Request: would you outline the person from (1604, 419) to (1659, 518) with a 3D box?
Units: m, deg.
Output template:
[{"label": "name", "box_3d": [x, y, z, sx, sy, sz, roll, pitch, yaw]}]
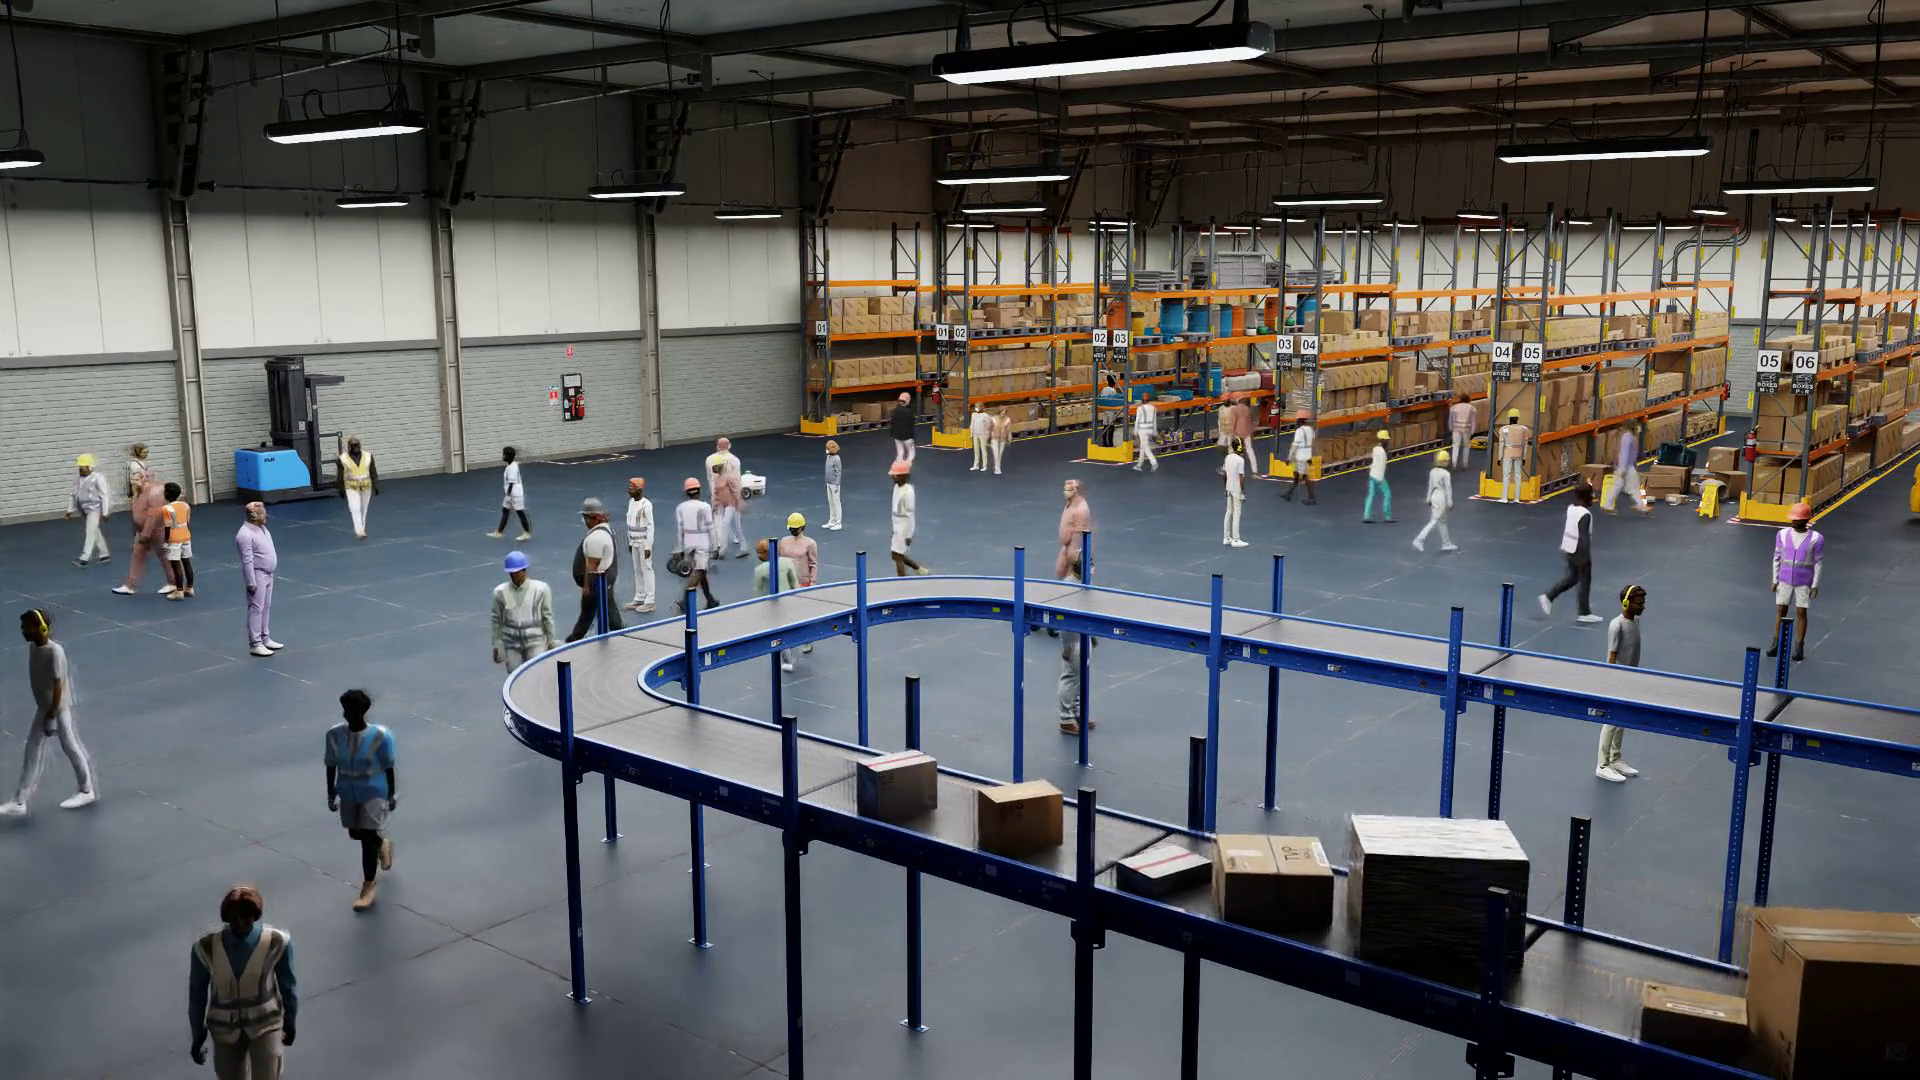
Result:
[{"label": "person", "box_3d": [12.852, -1.373, 29.880, 1.003, 1.882, 0.651, 5, 11, 25]}]

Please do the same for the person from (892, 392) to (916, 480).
[{"label": "person", "box_3d": [-1.244, -2.310, 34.909, 0.614, 1.979, 0.433, 5, 11, 25]}]

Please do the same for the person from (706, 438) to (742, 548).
[{"label": "person", "box_3d": [-4.003, -0.823, 26.846, 0.635, 1.871, 0.780, 2, 10, 10]}]

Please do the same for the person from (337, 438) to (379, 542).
[{"label": "person", "box_3d": [-10.550, -0.893, 27.463, 0.629, 1.786, 0.999, -7, 12, -34]}]

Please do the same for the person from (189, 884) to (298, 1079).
[{"label": "person", "box_3d": [-3.809, 2.586, 8.378, 0.519, 1.608, 0.762, -2, 10, -13]}]

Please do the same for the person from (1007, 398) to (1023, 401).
[{"label": "person", "box_3d": [1.713, -4.222, 46.186, 0.593, 1.791, 0.992, 8, 13, 37]}]

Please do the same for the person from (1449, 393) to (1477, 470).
[{"label": "person", "box_3d": [11.789, -2.548, 36.749, 0.623, 1.807, 0.896, 4, 11, 21]}]

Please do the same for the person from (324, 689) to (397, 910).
[{"label": "person", "box_3d": [-4.563, 1.912, 12.033, 0.539, 1.667, 0.773, 1, 10, 5]}]

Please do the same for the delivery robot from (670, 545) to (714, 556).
[{"label": "delivery robot", "box_3d": [-4.178, 0.095, 24.492, 0.698, 0.223, 0.335, -6, 12, -30]}]

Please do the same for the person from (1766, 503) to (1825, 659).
[{"label": "person", "box_3d": [10.272, 0.496, 19.229, 0.547, 1.934, 0.376, 9, 14, 42]}]

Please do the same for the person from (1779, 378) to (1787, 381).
[{"label": "person", "box_3d": [22.282, -3.568, 42.445, 0.604, 1.808, 0.554, 4, 11, 20]}]

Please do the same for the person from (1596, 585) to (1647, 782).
[{"label": "person", "box_3d": [6.247, 1.333, 14.734, 0.312, 1.863, 0.509, 9, 14, 43]}]

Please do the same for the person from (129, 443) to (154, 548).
[{"label": "person", "box_3d": [-13.803, -0.741, 26.494, 0.564, 1.822, 0.543, -3, 10, -16]}]

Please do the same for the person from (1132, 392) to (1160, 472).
[{"label": "person", "box_3d": [4.361, -2.504, 36.358, 0.577, 1.858, 0.894, -9, 13, -40]}]

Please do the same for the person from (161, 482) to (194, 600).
[{"label": "person", "box_3d": [-11.341, 0.007, 22.644, 0.316, 1.697, 0.540, 2, 10, 9]}]

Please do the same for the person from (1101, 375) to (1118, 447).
[{"label": "person", "box_3d": [3.904, -3.328, 40.657, 0.361, 1.964, 0.617, -5, 11, -28]}]

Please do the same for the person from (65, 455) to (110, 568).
[{"label": "person", "box_3d": [-13.999, -0.462, 25.008, 0.597, 1.790, 0.850, 4, 11, 23]}]

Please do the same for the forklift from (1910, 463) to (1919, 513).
[{"label": "forklift", "box_3d": [19.034, -1.348, 28.998, 2.313, 2.155, 1.214, 8, 13, 37]}]

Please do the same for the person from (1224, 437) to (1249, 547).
[{"label": "person", "box_3d": [4.735, -0.830, 26.897, 0.332, 1.864, 0.514, -5, 11, -26]}]

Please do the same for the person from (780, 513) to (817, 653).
[{"label": "person", "box_3d": [-2.033, 0.524, 19.563, 0.522, 1.763, 0.320, 4, 11, 22]}]

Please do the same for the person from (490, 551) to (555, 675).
[{"label": "person", "box_3d": [-4.487, 1.062, 16.034, 0.649, 1.935, 0.433, 0, 10, -3]}]

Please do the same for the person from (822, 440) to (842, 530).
[{"label": "person", "box_3d": [-2.325, -1.007, 28.540, 0.289, 1.631, 0.497, -6, 12, -30]}]

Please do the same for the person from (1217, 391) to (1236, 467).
[{"label": "person", "box_3d": [6.158, -2.473, 36.000, 0.556, 1.917, 0.490, 8, 13, 39]}]

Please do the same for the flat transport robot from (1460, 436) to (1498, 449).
[{"label": "flat transport robot", "box_3d": [13.857, -2.594, 41.422, 0.652, 0.197, 1.431, 9, 14, 41]}]

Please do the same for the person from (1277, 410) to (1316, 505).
[{"label": "person", "box_3d": [6.805, -1.673, 31.566, 0.969, 1.887, 0.561, 7, 12, 34]}]

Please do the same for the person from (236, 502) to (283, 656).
[{"label": "person", "box_3d": [-8.704, 0.468, 19.469, 0.407, 1.905, 0.655, -1, 10, -5]}]

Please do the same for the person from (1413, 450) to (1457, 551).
[{"label": "person", "box_3d": [8.044, -0.663, 26.386, 0.848, 1.713, 0.488, -3, 10, -14]}]

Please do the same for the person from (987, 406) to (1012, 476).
[{"label": "person", "box_3d": [0.911, -2.263, 35.729, 0.524, 1.572, 0.868, -2, 10, -12]}]

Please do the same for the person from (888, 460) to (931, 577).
[{"label": "person", "box_3d": [-0.781, -0.167, 22.705, 0.674, 2.028, 0.632, -3, 11, -17]}]

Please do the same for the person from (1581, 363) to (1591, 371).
[{"label": "person", "box_3d": [18.043, -4.181, 45.247, 0.615, 2.042, 0.375, 6, 11, 28]}]

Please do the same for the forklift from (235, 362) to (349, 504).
[{"label": "forklift", "box_3d": [-13.803, -2.244, 32.110, 1.129, 2.768, 1.873, 8, 13, 37]}]

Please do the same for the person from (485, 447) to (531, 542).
[{"label": "person", "box_3d": [-7.884, -0.787, 27.185, 0.819, 1.656, 0.557, -4, 11, -21]}]

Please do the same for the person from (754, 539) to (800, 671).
[{"label": "person", "box_3d": [-2.190, 0.760, 18.673, 0.571, 1.593, 0.555, -7, 12, -35]}]

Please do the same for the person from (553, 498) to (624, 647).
[{"label": "person", "box_3d": [-4.546, 0.478, 19.150, 0.984, 2.000, 0.702, -1, 10, -6]}]

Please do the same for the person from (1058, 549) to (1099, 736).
[{"label": "person", "box_3d": [1.219, 1.037, 16.201, 0.366, 1.932, 0.661, 5, 11, 24]}]

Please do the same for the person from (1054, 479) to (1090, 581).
[{"label": "person", "box_3d": [1.542, 0.106, 21.564, 0.436, 1.892, 0.646, -2, 10, -13]}]

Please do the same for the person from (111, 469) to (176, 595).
[{"label": "person", "box_3d": [-11.894, -0.099, 22.778, 0.641, 1.855, 0.951, 6, 12, 30]}]

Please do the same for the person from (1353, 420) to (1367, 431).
[{"label": "person", "box_3d": [10.764, -3.557, 42.193, 0.796, 1.898, 0.641, -6, 12, -31]}]

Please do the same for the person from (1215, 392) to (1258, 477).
[{"label": "person", "box_3d": [6.350, -2.393, 35.511, 0.704, 1.909, 1.072, -7, 12, -36]}]

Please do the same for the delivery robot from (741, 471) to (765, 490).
[{"label": "delivery robot", "box_3d": [-4.392, -1.189, 32.452, 0.707, 0.478, 0.477, -9, 14, -42]}]

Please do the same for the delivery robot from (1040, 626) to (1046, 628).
[{"label": "delivery robot", "box_3d": [1.293, 0.902, 20.680, 0.707, 0.478, 0.477, -8, 13, -38]}]

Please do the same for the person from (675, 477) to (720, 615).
[{"label": "person", "box_3d": [-3.693, 0.080, 21.703, 0.589, 1.886, 0.928, 5, 11, 28]}]

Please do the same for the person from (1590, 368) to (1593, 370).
[{"label": "person", "box_3d": [19.252, -4.623, 48.068, 0.545, 1.929, 0.389, -3, 10, -16]}]

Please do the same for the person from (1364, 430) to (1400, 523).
[{"label": "person", "box_3d": [7.909, -1.177, 29.170, 0.764, 1.734, 0.558, 0, 10, -3]}]

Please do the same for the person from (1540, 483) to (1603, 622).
[{"label": "person", "box_3d": [8.362, 0.159, 21.228, 0.745, 1.900, 0.613, 0, 10, 2]}]

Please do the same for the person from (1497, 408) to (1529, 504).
[{"label": "person", "box_3d": [11.139, -1.693, 31.563, 0.587, 1.930, 0.359, 0, 10, -2]}]

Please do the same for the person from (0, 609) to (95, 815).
[{"label": "person", "box_3d": [-8.097, 1.526, 13.716, 0.559, 1.829, 0.915, 6, 12, 32]}]

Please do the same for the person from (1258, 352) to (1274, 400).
[{"label": "person", "box_3d": [10.539, -5.581, 53.877, 0.623, 1.775, 0.803, -8, 13, -38]}]

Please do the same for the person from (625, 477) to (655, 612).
[{"label": "person", "box_3d": [-4.463, 0.059, 21.832, 0.362, 1.882, 0.576, -8, 13, -36]}]

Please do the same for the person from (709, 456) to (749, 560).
[{"label": "person", "box_3d": [-3.838, -0.530, 25.629, 0.838, 1.697, 0.535, -7, 12, -34]}]

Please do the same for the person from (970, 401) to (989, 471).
[{"label": "person", "box_3d": [0.457, -2.429, 36.537, 0.507, 1.632, 0.268, 7, 13, 36]}]
